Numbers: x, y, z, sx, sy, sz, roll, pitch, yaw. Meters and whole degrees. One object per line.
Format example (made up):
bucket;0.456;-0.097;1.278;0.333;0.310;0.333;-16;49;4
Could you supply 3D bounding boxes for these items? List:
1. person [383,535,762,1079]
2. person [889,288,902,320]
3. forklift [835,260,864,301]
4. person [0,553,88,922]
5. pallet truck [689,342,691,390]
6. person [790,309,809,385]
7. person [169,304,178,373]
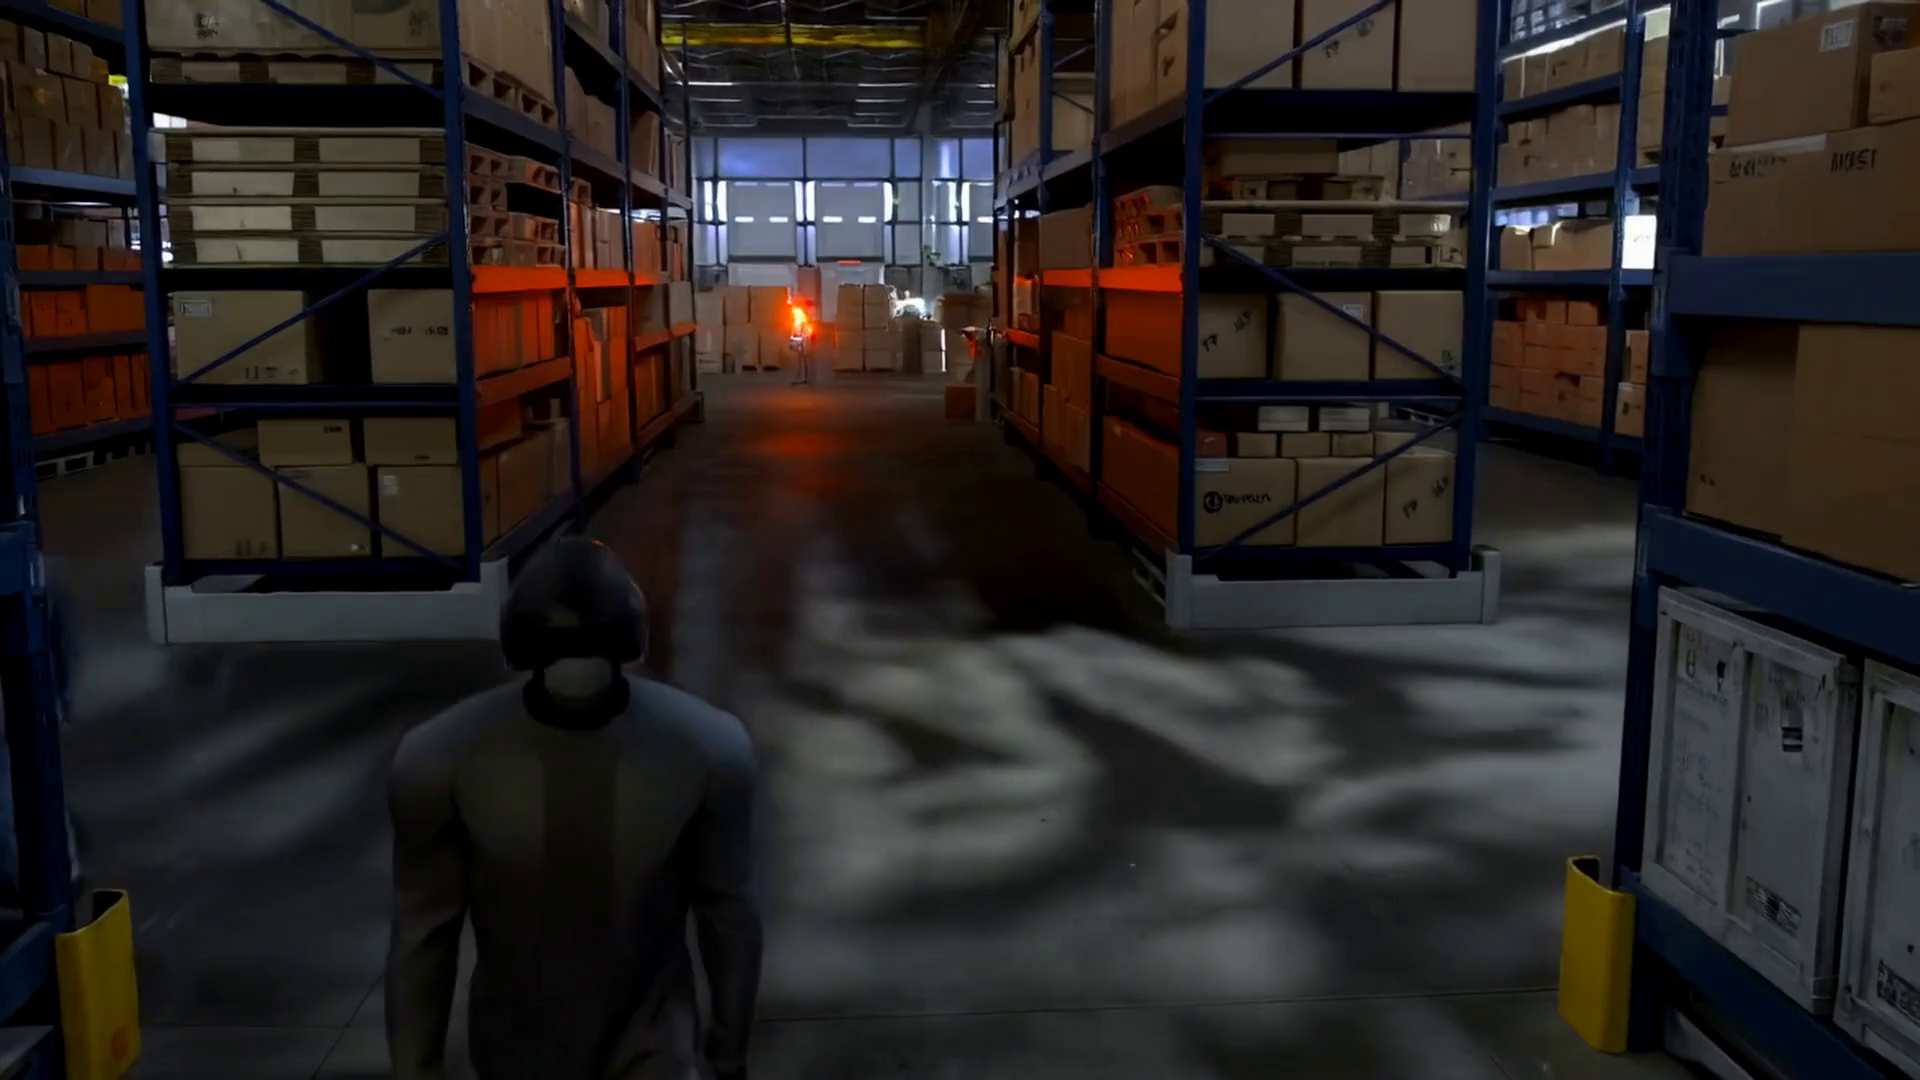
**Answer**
person;-0.664;0.943;2.908;0.642;1.917;0.619;-1;9;-8
person;-2.302;-7.809;57.871;0.636;1.928;0.390;3;10;20
forklift;-3.495;-7.471;52.740;1.129;2.768;1.873;-1;9;-4
person;-3.430;0.601;5.960;0.361;1.621;0.517;4;10;24
pallet truck;-5.225;-3.008;27.480;1.885;1.965;0.823;2;9;14
person;-3.459;-4.173;35.919;0.514;1.639;0.309;9;12;43
person;-13.972;-3.330;29.919;0.620;1.860;0.764;1;9;4
